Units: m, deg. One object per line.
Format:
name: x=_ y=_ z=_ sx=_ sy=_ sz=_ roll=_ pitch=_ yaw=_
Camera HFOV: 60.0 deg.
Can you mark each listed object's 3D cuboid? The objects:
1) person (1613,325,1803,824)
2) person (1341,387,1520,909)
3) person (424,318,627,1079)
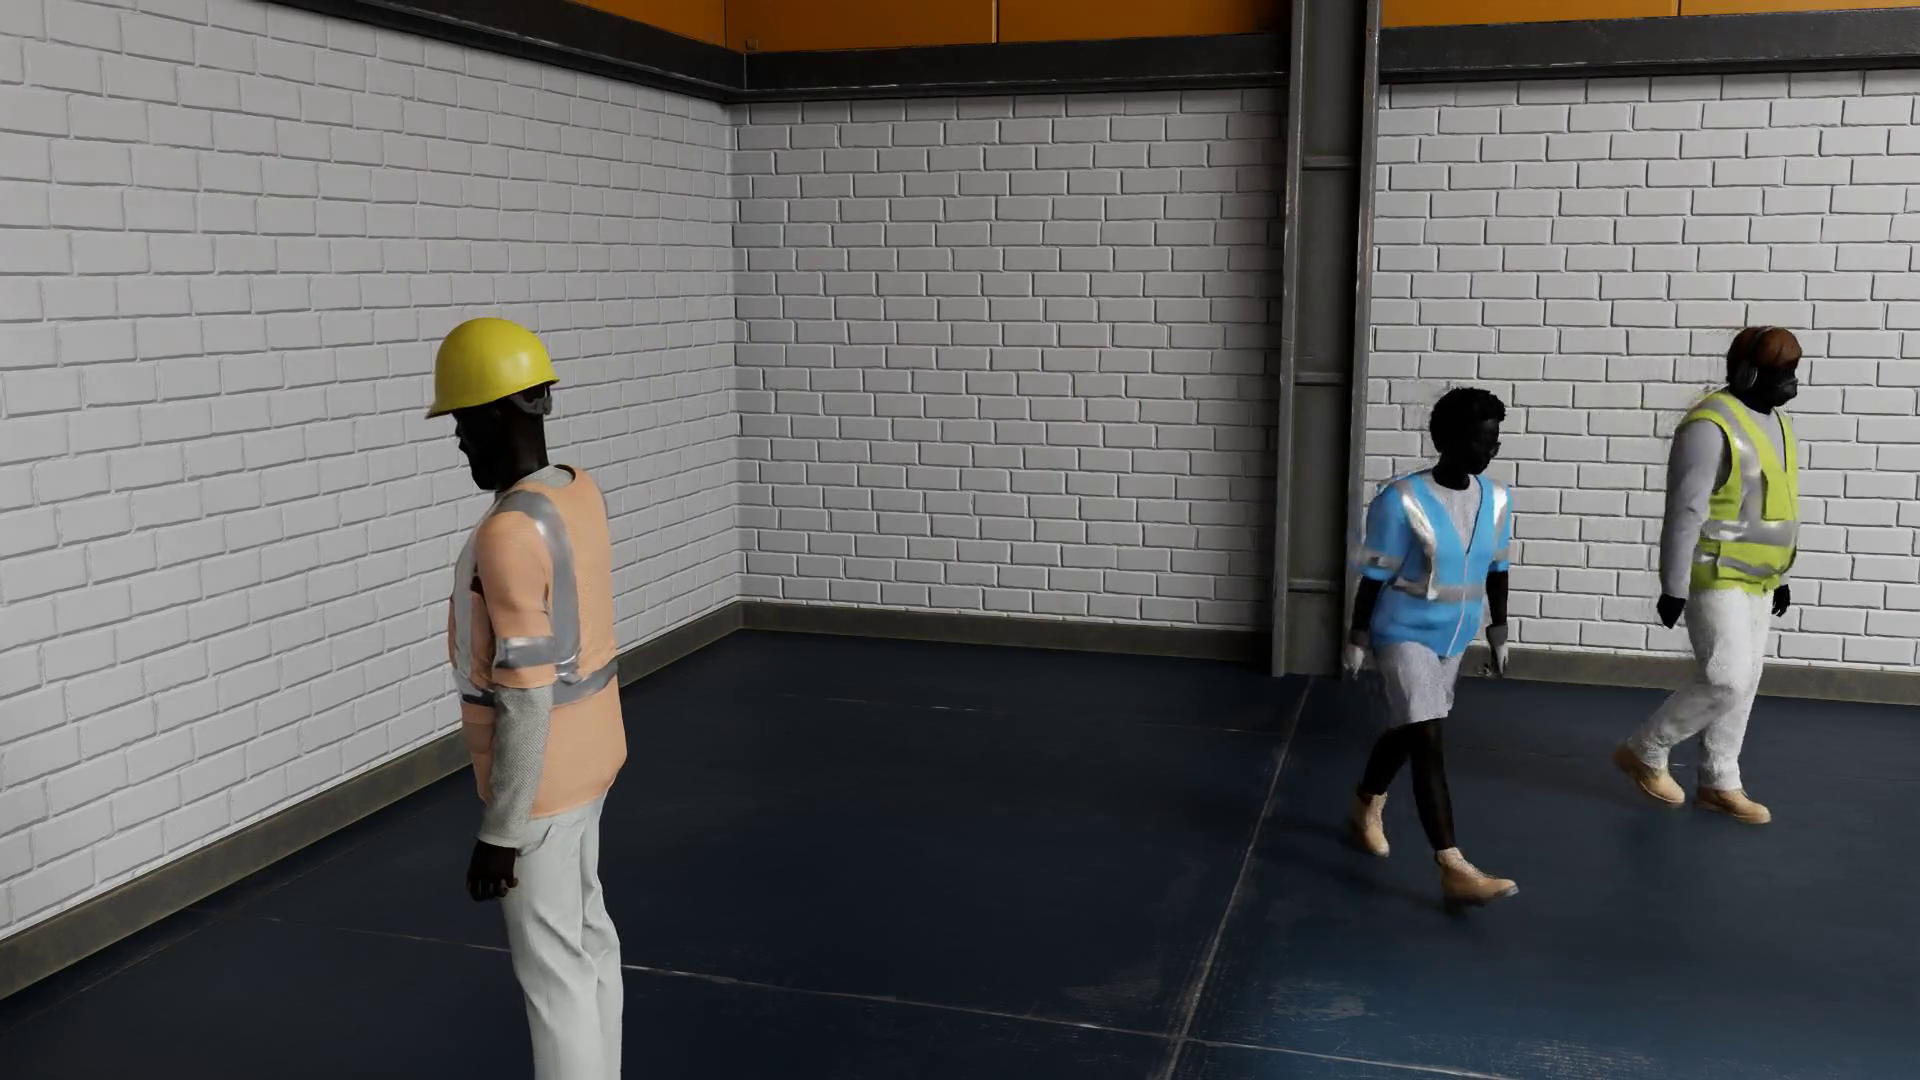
person: x=2.764 y=0.135 z=6.017 sx=0.670 sy=1.822 sz=0.468 roll=-8 pitch=12 yaw=-41
person: x=1.511 y=0.318 z=5.400 sx=0.563 sy=1.643 sz=0.899 roll=-5 pitch=10 yaw=-27
person: x=-0.910 y=0.496 z=3.526 sx=0.381 sy=1.918 sz=0.584 roll=0 pitch=9 yaw=1
